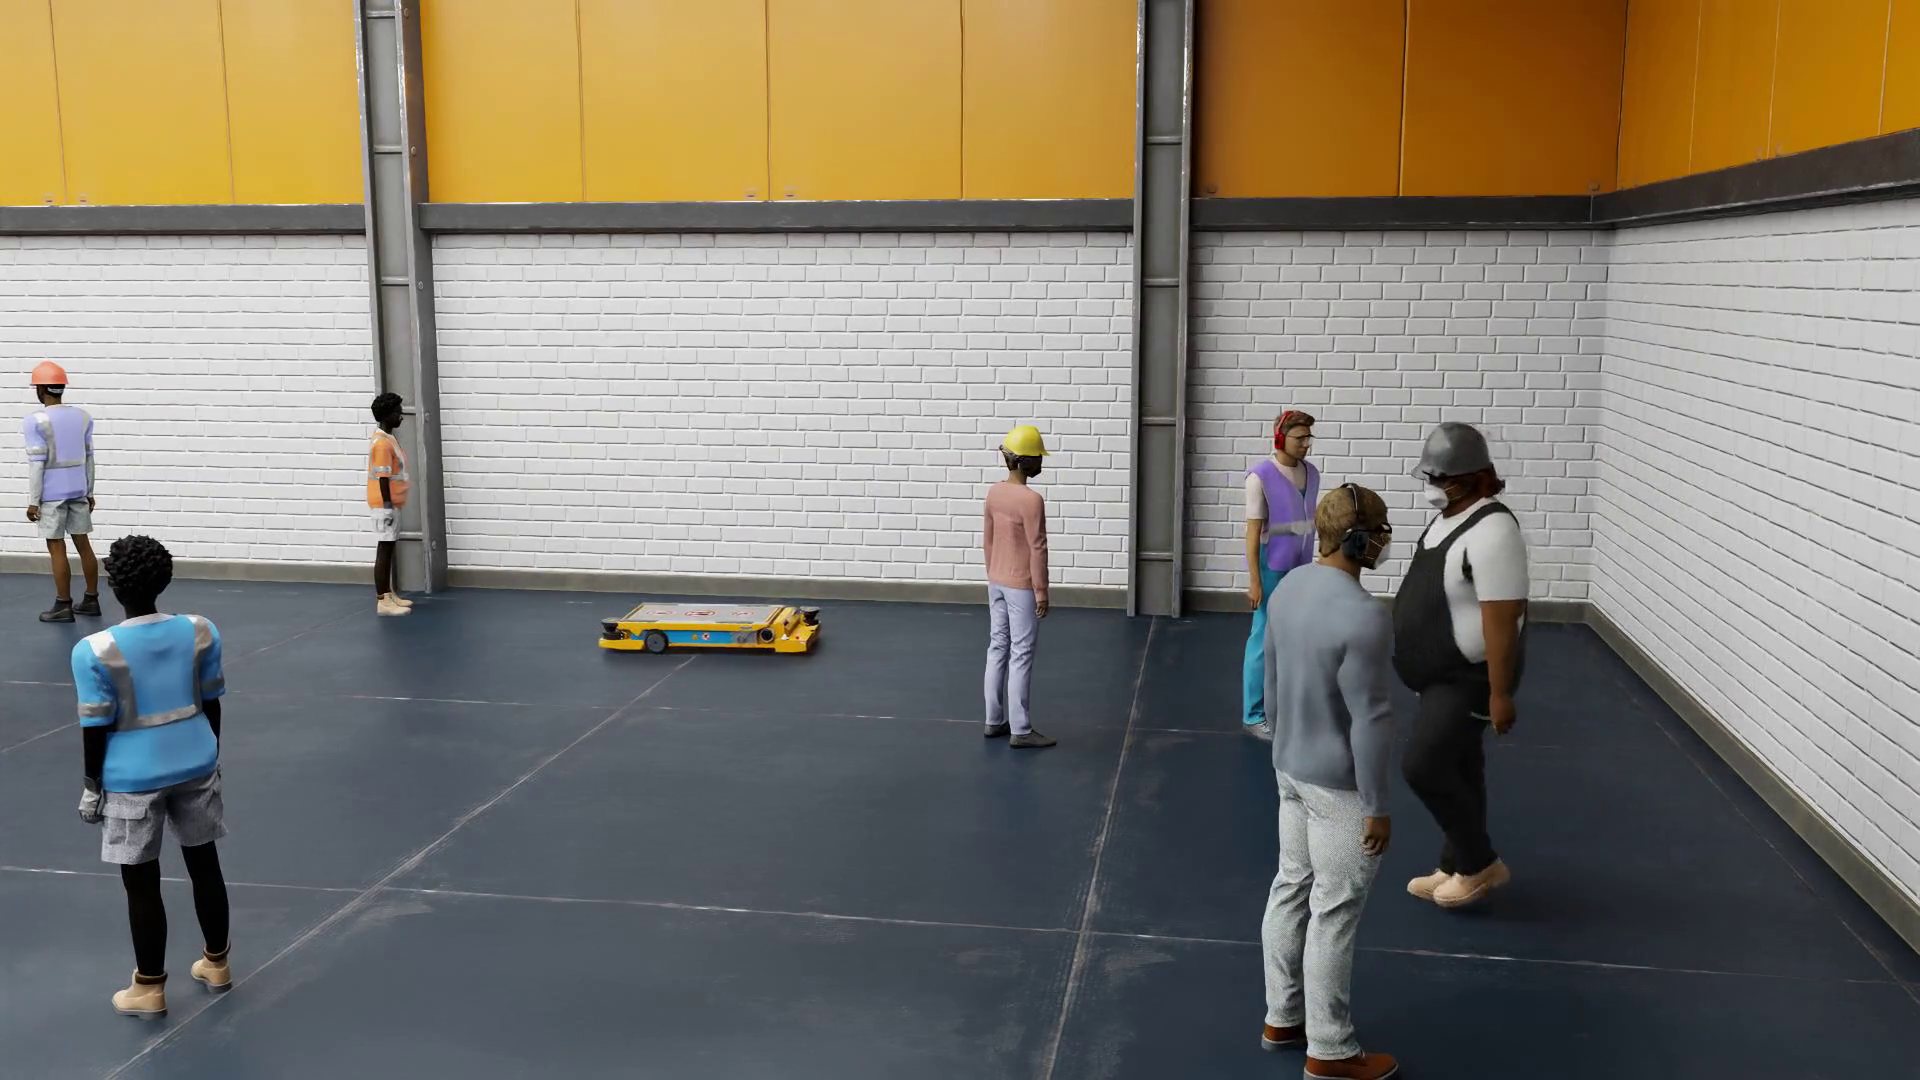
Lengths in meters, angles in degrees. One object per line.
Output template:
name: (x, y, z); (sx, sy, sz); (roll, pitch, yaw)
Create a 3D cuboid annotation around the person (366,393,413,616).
person: (-4.326, -0.271, 12.601); (0.318, 1.691, 0.530); (-3, 10, -16)

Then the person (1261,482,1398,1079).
person: (1.196, 0.777, 5.372); (0.354, 1.937, 0.635); (-3, 10, -17)

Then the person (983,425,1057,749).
person: (0.333, 0.252, 9.139); (0.326, 1.767, 0.533); (-5, 11, -31)

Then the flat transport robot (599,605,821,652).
flat transport robot: (-1.725, 0.603, 11.574); (1.431, 0.197, 0.652); (1, 9, 4)

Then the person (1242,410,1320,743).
person: (1.781, 0.190, 9.288); (0.572, 1.840, 0.373); (-8, 12, -42)

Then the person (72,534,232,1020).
person: (-2.819, 0.823, 5.830); (0.319, 1.697, 0.533); (6, 11, 35)

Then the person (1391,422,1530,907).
person: (1.997, 0.506, 6.730); (0.543, 2.000, 0.709); (0, 9, 3)

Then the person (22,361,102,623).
person: (-6.690, -0.354, 12.346); (0.363, 1.935, 0.553); (4, 10, 22)
